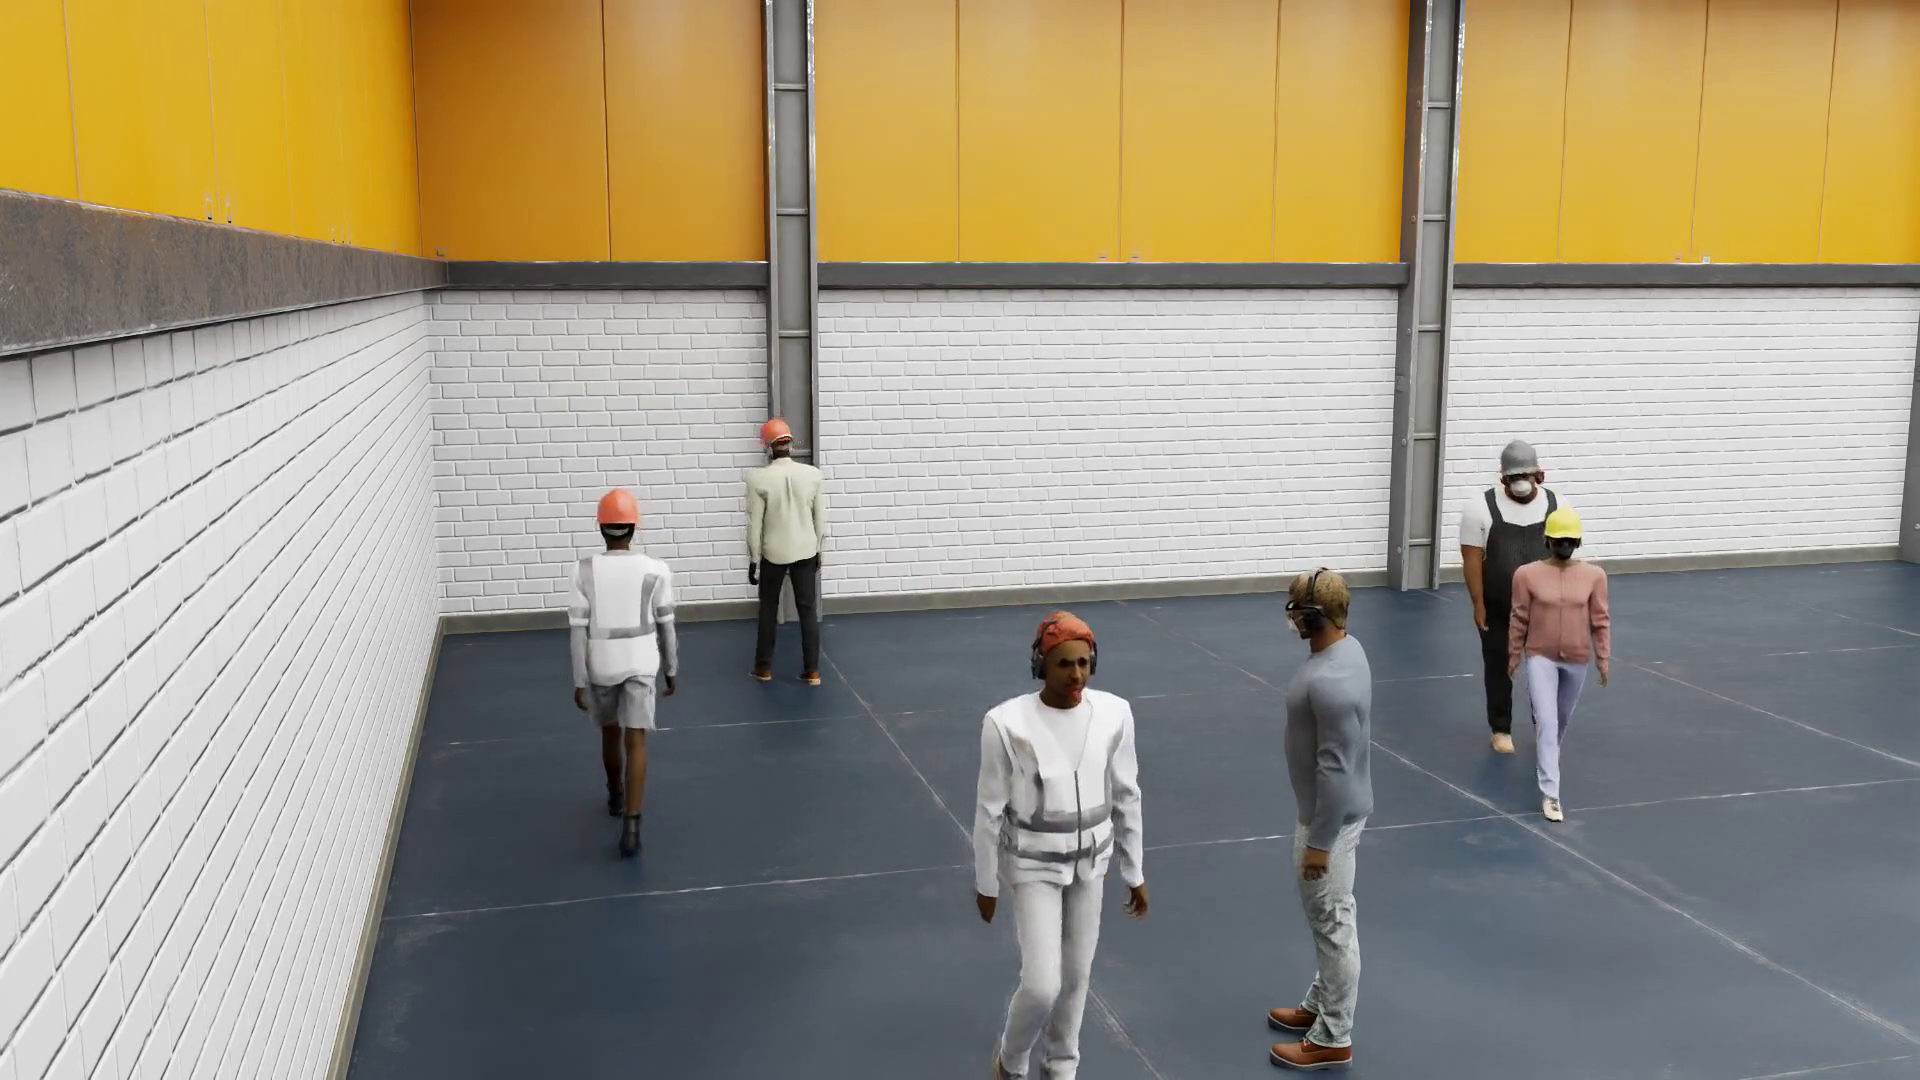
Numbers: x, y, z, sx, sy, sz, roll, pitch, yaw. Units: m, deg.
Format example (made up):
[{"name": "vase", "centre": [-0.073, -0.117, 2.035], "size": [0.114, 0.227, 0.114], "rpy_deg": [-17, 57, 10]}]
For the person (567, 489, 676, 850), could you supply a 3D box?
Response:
[{"name": "person", "centre": [-1.810, 0.668, 8.942], "size": [0.557, 1.887, 1.012], "rpy_deg": [-2, 9, -11]}]

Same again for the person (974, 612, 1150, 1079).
[{"name": "person", "centre": [0.356, 1.171, 5.832], "size": [0.590, 1.870, 0.405], "rpy_deg": [-4, 10, -25]}]

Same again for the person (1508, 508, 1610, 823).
[{"name": "person", "centre": [3.416, 0.660, 9.504], "size": [0.533, 1.723, 0.893], "rpy_deg": [1, 9, 6]}]

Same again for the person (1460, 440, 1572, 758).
[{"name": "person", "centre": [3.475, 0.360, 10.377], "size": [0.701, 2.000, 0.634], "rpy_deg": [2, 9, 9]}]

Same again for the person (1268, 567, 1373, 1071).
[{"name": "person", "centre": [1.385, 1.057, 6.355], "size": [0.374, 1.936, 0.627], "rpy_deg": [2, 9, 13]}]

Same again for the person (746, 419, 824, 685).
[{"name": "person", "centre": [-1.303, 0.091, 12.327], "size": [0.626, 1.968, 0.598], "rpy_deg": [-4, 10, -25]}]
